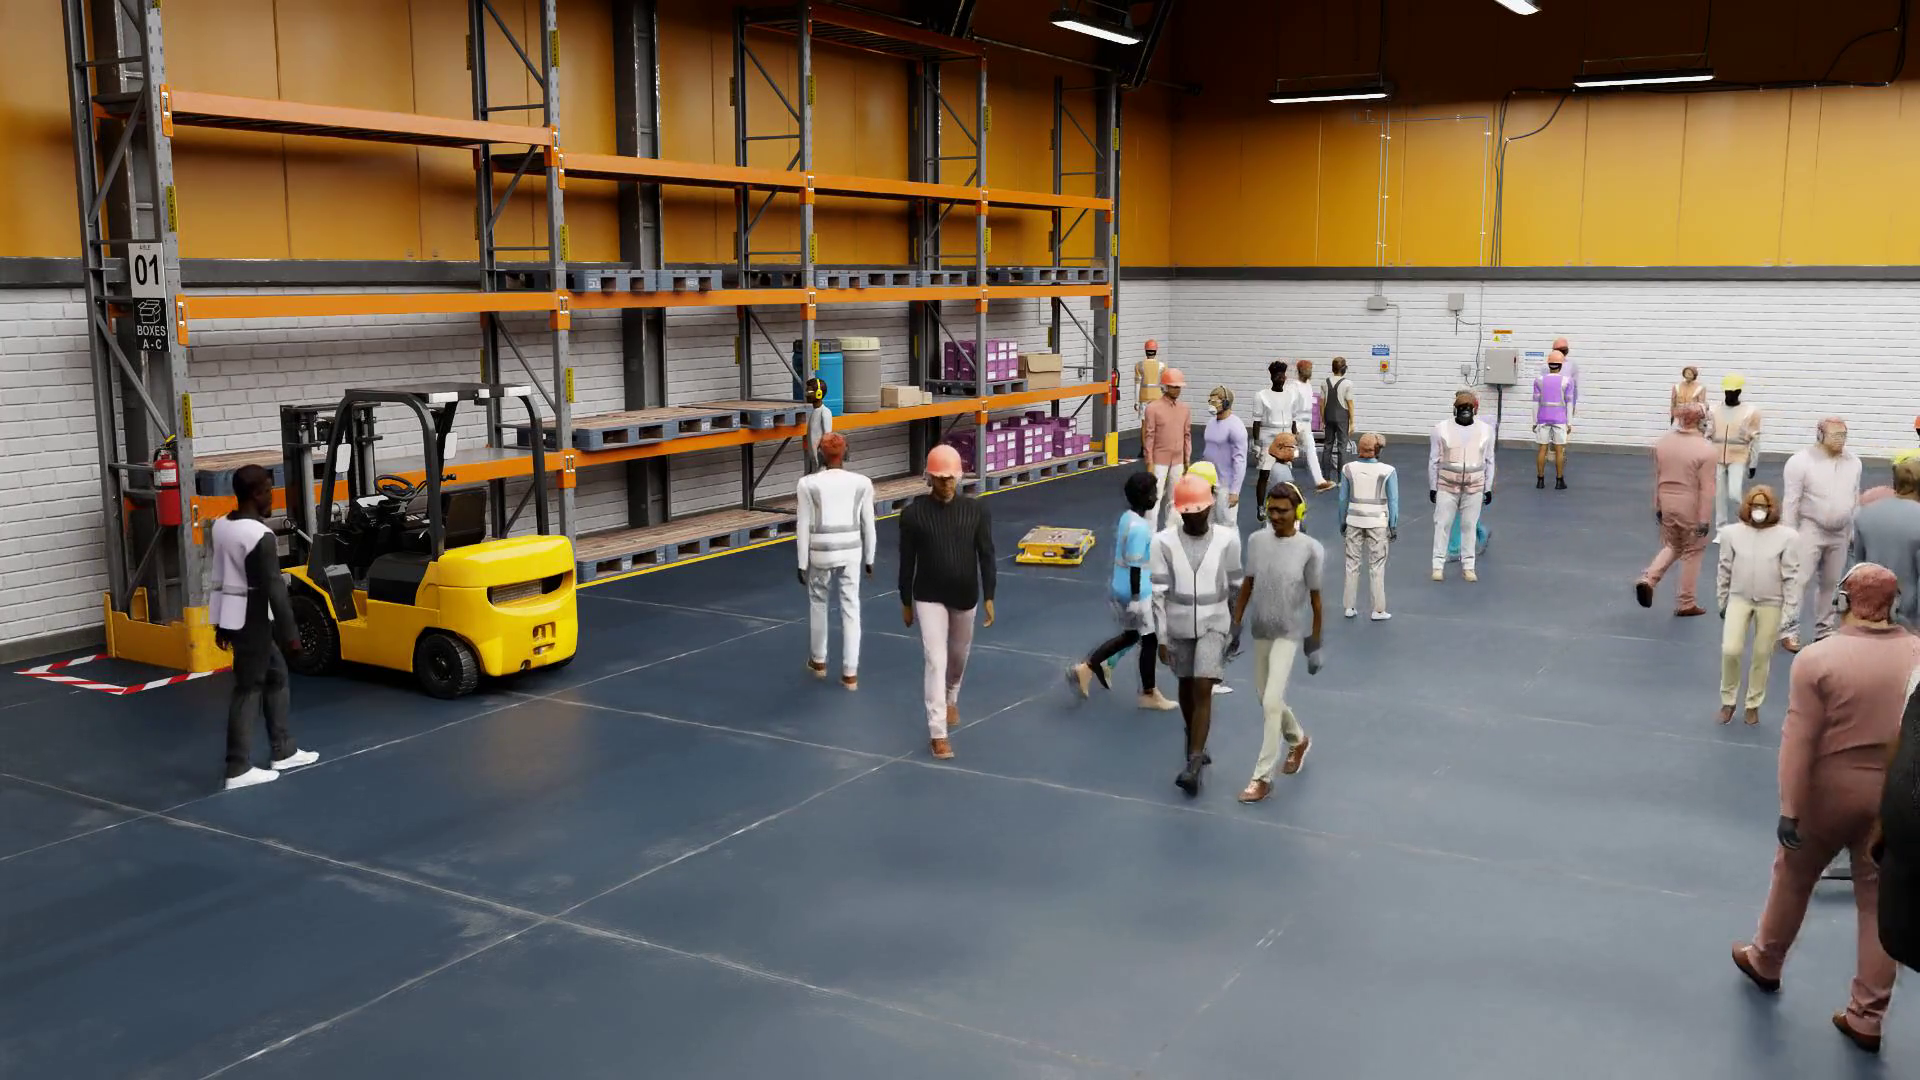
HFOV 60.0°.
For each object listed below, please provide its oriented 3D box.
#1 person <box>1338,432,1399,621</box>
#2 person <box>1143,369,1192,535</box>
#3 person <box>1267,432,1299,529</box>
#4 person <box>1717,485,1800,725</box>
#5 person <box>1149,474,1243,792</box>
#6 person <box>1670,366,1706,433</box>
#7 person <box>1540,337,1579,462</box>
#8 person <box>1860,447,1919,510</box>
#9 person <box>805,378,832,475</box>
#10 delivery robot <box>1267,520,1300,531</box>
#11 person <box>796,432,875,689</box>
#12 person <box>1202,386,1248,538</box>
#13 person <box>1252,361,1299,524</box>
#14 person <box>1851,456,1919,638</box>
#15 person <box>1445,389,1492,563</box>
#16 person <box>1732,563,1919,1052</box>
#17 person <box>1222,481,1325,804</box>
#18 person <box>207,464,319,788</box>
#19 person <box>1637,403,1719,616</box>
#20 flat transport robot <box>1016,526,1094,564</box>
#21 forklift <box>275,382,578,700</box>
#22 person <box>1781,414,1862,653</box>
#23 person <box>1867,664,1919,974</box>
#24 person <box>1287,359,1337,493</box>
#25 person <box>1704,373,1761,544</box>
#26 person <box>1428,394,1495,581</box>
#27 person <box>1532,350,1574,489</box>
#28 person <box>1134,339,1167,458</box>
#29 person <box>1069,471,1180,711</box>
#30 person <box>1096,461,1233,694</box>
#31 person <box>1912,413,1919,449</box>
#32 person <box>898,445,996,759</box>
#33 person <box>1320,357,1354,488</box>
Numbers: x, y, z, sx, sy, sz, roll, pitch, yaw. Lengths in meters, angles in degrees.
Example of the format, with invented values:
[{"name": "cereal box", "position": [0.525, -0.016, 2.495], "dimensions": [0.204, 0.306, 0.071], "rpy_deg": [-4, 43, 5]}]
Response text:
[{"name": "person", "position": [3.541, -0.109, 14.449], "dimensions": [0.525, 1.645, 0.314], "rpy_deg": [6, 11, 33]}, {"name": "person", "position": [2.263, -0.870, 18.090], "dimensions": [0.621, 1.986, 0.406], "rpy_deg": [-5, 11, -31]}, {"name": "person", "position": [2.819, -0.131, 14.559], "dimensions": [0.272, 1.632, 0.507], "rpy_deg": [2, 9, 14]}, {"name": "person", "position": [5.265, 0.448, 11.013], "dimensions": [0.503, 1.615, 0.500], "rpy_deg": [5, 10, 29]}, {"name": "person", "position": [1.399, 0.516, 9.866], "dimensions": [0.544, 1.858, 1.033], "rpy_deg": [2, 9, 10]}, {"name": "person", "position": [10.876, -1.794, 24.953], "dimensions": [0.530, 1.613, 0.672], "rpy_deg": [8, 12, 40]}, {"name": "person", "position": [9.437, -2.188, 26.225], "dimensions": [0.617, 2.016, 0.870], "rpy_deg": [-1, 9, -4]}, {"name": "person", "position": [6.889, 0.167, 12.339], "dimensions": [0.539, 1.743, 0.562], "rpy_deg": [1, 9, 8]}, {"name": "person", "position": [-1.557, -0.836, 18.224], "dimensions": [0.328, 1.873, 0.520], "rpy_deg": [-3, 10, -20]}, {"name": "delivery robot", "position": [3.524, -0.208, 18.106], "dimensions": [0.477, 0.478, 0.707], "rpy_deg": [2, 9, 13]}, {"name": "person", "position": [-0.931, 0.126, 12.249], "dimensions": [0.594, 1.855, 0.807], "rpy_deg": [-2, 9, -14]}, {"name": "person", "position": [2.504, -0.507, 15.960], "dimensions": [0.364, 1.939, 0.636], "rpy_deg": [-4, 10, -22]}, {"name": "person", "position": [3.806, -1.178, 20.060], "dimensions": [0.612, 1.965, 0.361], "rpy_deg": [-3, 10, -18]}, {"name": "person", "position": [5.760, 0.419, 10.330], "dimensions": [0.974, 1.900, 0.661], "rpy_deg": [-4, 10, -23]}, {"name": "person", "position": [5.341, -0.683, 17.445], "dimensions": [0.829, 1.821, 0.577], "rpy_deg": [-6, 11, -32]}, {"name": "person", "position": [3.543, 1.014, 6.696], "dimensions": [0.655, 1.862, 0.936], "rpy_deg": [0, 9, 3]}, {"name": "person", "position": [1.859, 0.551, 9.699], "dimensions": [0.527, 1.831, 0.882], "rpy_deg": [9, 13, 43]}, {"name": "person", "position": [-4.068, 0.492, 9.839], "dimensions": [0.630, 1.892, 0.760], "rpy_deg": [9, 13, 44]}, {"name": "person", "position": [6.305, -0.257, 14.539], "dimensions": [0.543, 1.890, 0.662], "rpy_deg": [-5, 10, -26]}, {"name": "flat transport robot", "position": [1.027, 0.047, 17.688], "dimensions": [0.652, 0.197, 1.431], "rpy_deg": [2, 9, 11]}, {"name": "forklift", "position": [-3.974, -0.067, 12.417], "dimensions": [2.313, 2.155, 1.214], "rpy_deg": [5, 11, 30]}, {"name": "person", "position": [6.879, -0.057, 13.257], "dimensions": [0.648, 1.905, 0.404], "rpy_deg": [-2, 9, -10]}, {"name": "person", "position": [3.609, 1.054, 5.901], "dimensions": [0.747, 2.000, 0.687], "rpy_deg": [-3, 10, -17]}, {"name": "person", "position": [4.699, -1.547, 22.821], "dimensions": [0.978, 1.825, 0.592], "rpy_deg": [9, 13, 43]}, {"name": "person", "position": [8.518, -0.892, 18.440], "dimensions": [0.588, 1.912, 0.441], "rpy_deg": [8, 12, 42]}, {"name": "person", "position": [4.903, -0.510, 16.283], "dimensions": [0.624, 1.845, 0.430], "rpy_deg": [2, 9, 9]}, {"name": "person", "position": [8.279, -1.674, 23.242], "dimensions": [0.545, 1.939, 0.373], "rpy_deg": [5, 10, 29]}, {"name": "person", "position": [3.109, -2.302, 27.163], "dimensions": [0.542, 1.939, 0.369], "rpy_deg": [0, 9, 1]}, {"name": "person", "position": [1.132, 0.353, 11.413], "dimensions": [0.703, 1.672, 0.542], "rpy_deg": [-1, 9, -4]}, {"name": "person", "position": [1.452, 0.275, 11.828], "dimensions": [0.936, 1.706, 0.546], "rpy_deg": [-2, 9, -9]}, {"name": "person", "position": [7.780, -0.107, 13.463], "dimensions": [0.542, 1.939, 0.366], "rpy_deg": [-5, 10, -29]}, {"name": "person", "position": [-0.094, 0.337, 10.677], "dimensions": [0.598, 1.949, 1.013], "rpy_deg": [-2, 9, -10]}, {"name": "person", "position": [5.303, -1.647, 23.369], "dimensions": [0.507, 1.846, 0.345], "rpy_deg": [8, 12, 40]}]
